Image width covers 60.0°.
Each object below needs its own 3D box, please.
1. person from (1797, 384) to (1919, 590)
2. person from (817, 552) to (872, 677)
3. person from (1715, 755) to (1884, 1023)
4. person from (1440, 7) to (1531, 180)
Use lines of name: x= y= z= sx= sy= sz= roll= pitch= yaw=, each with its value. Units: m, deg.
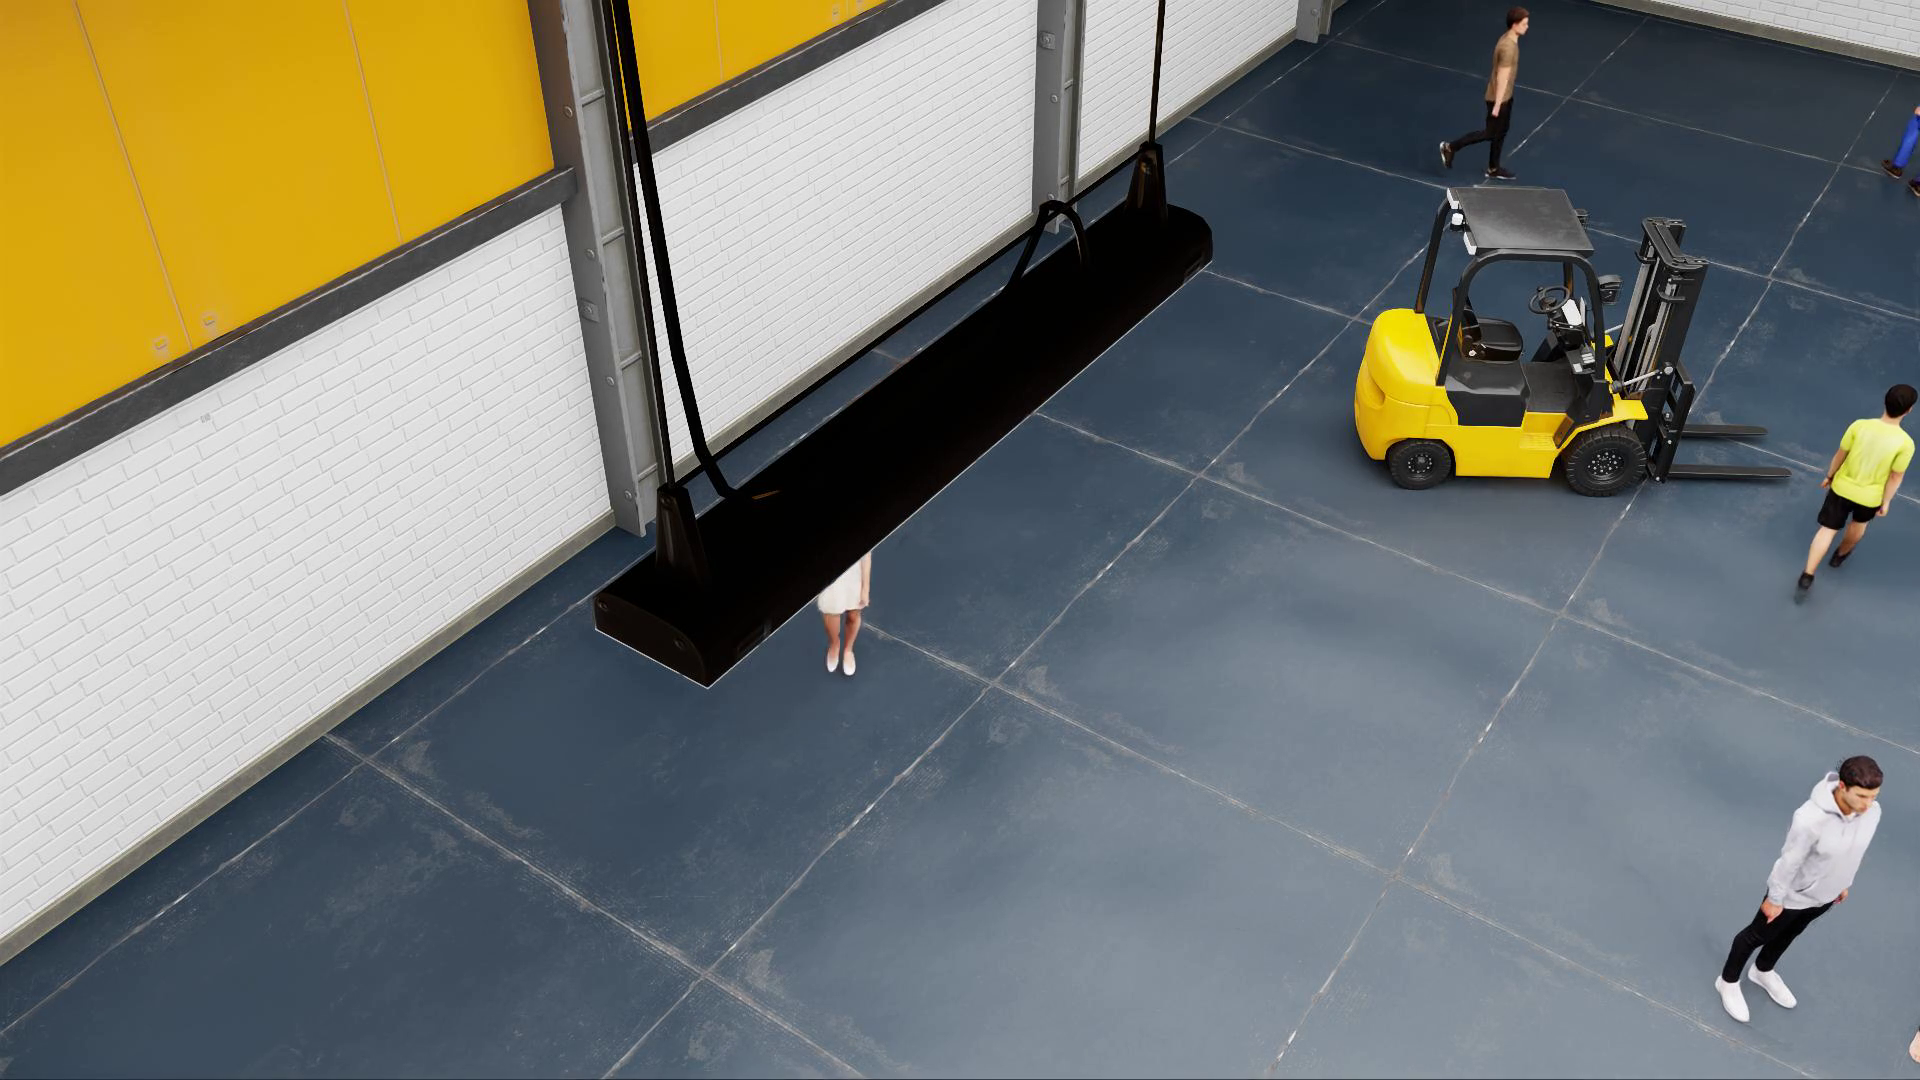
person: x=6.447 y=-0.339 z=11.973 sx=0.672 sy=1.677 sz=1.072 roll=26 pitch=46 yaw=29
person: x=-0.781 y=0.186 z=11.300 sx=0.682 sy=1.695 sz=0.739 roll=-1 pitch=39 yaw=-1
person: x=4.575 y=1.854 z=9.025 sx=0.731 sy=1.929 sz=0.829 roll=-12 pitch=40 yaw=-14
person: x=5.485 y=-4.594 z=17.175 sx=0.909 sy=1.834 sz=1.077 roll=12 pitch=40 yaw=15
